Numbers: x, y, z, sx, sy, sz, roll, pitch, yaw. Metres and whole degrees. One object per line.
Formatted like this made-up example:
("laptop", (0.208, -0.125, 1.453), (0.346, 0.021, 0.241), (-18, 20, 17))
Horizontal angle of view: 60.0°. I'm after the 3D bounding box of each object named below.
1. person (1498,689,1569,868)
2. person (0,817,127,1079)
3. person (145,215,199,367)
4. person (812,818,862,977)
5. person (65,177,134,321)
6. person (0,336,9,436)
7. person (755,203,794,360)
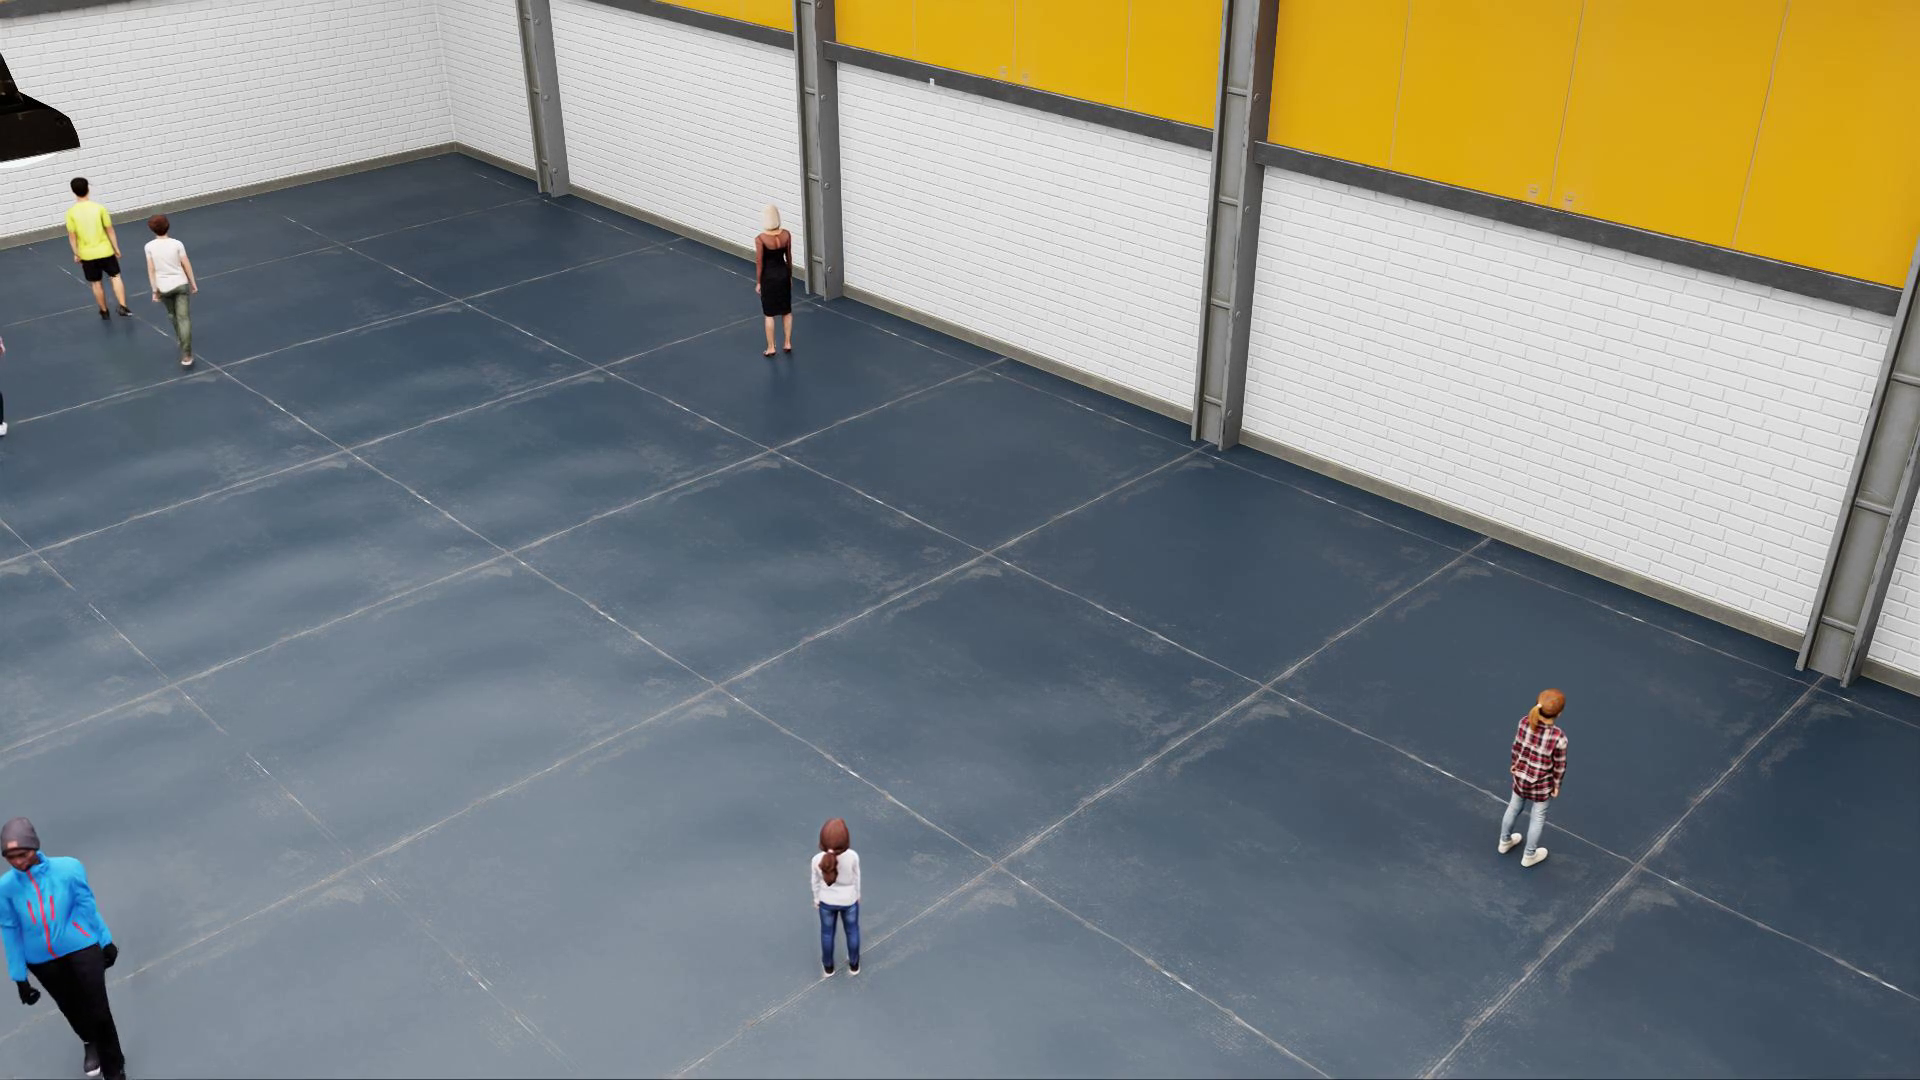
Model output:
("person", (3.723, 1.526, 10.780), (0.602, 1.303, 0.461), (-21, 35, -34))
("person", (-4.881, 2.198, 9.061), (0.854, 1.770, 1.020), (-11, 31, -20))
("person", (-8.613, -2.706, 18.216), (0.935, 1.612, 1.189), (-9, 30, -16))
("person", (-0.723, 2.118, 9.897), (0.527, 1.110, 0.584), (-2, 29, -3))
("person", (-10.034, -3.356, 19.314), (0.739, 1.703, 0.798), (-16, 32, -26))
("person", (-9.750, -1.849, 16.523), (0.687, 1.729, 0.773), (-17, 33, -28))
("person", (-2.032, -2.853, 18.346), (0.645, 1.746, 0.591), (-16, 32, -26))
